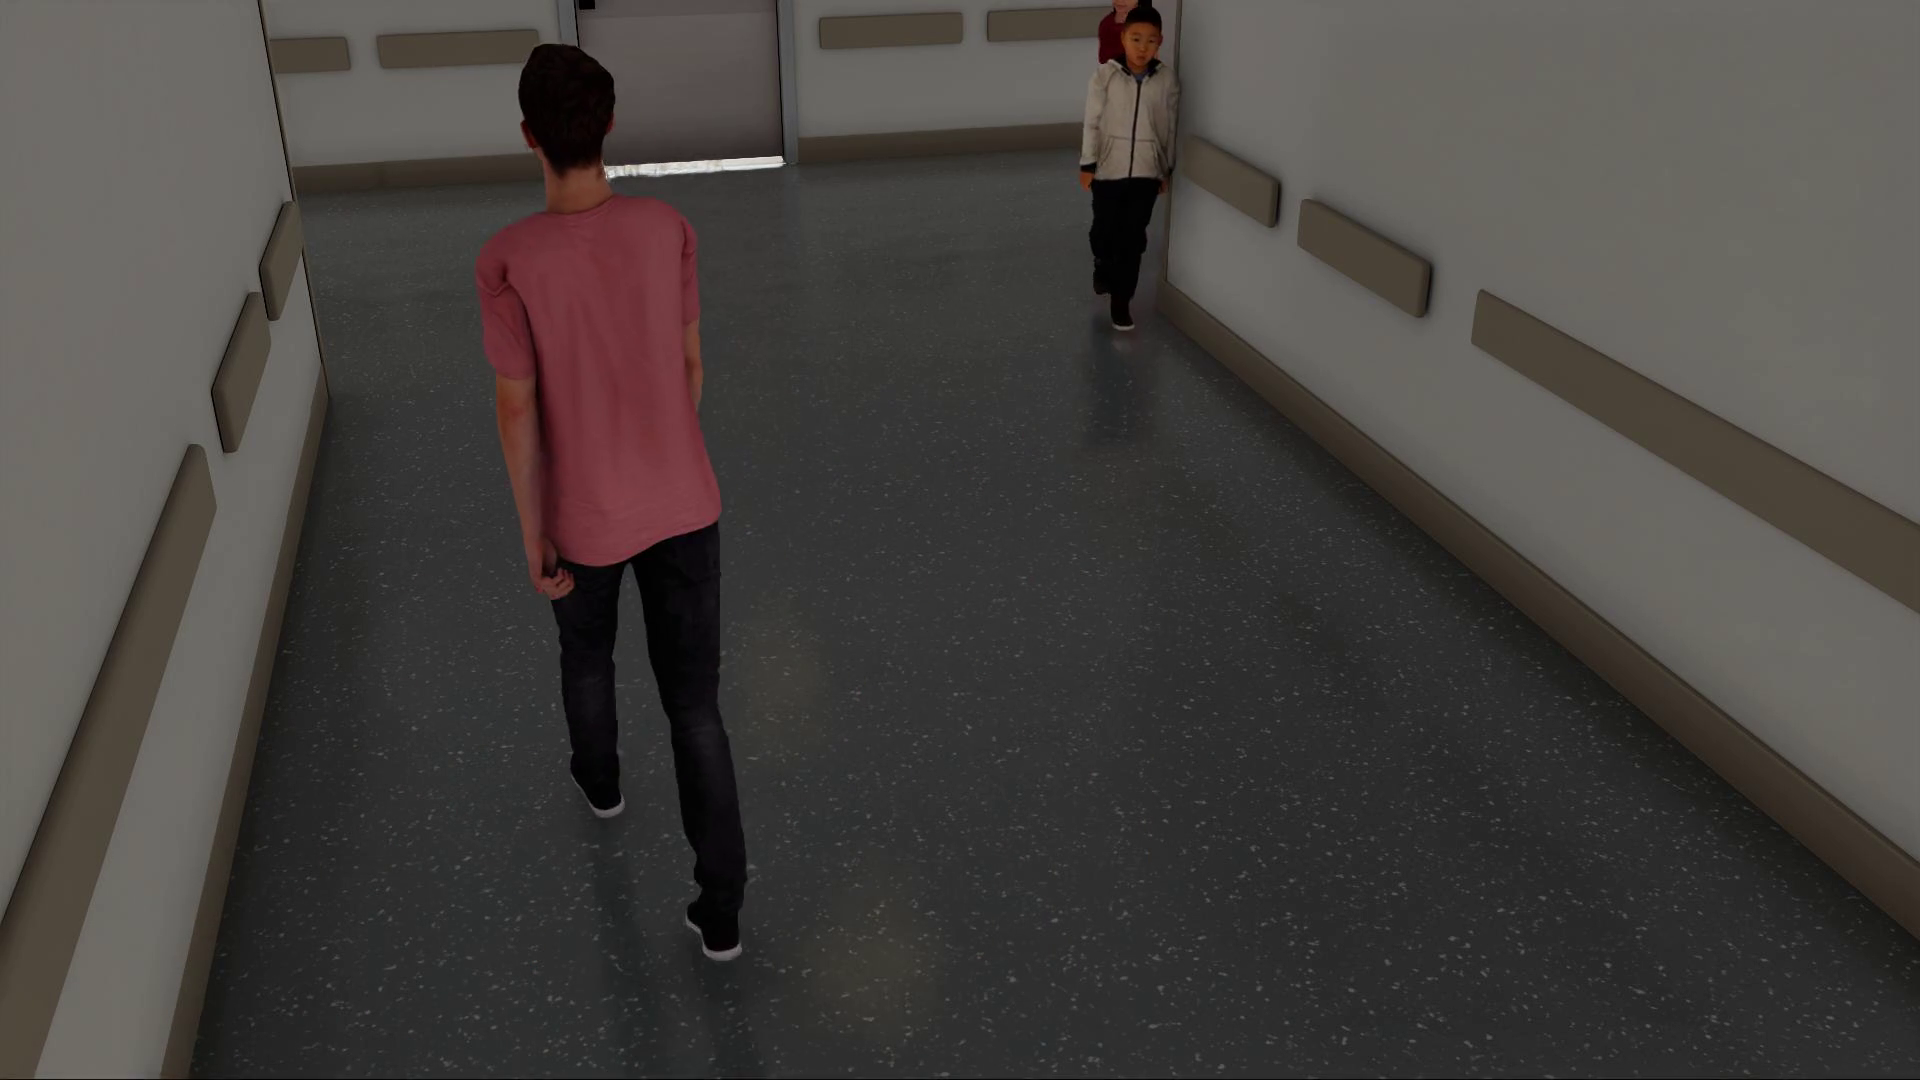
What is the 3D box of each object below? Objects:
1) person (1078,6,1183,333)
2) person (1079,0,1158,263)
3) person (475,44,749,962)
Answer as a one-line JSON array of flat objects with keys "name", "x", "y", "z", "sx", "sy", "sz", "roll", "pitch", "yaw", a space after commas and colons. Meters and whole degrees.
[{"name": "person", "x": 0.757, "y": -1.701, "z": 7.595, "sx": 0.846, "sy": 1.430, "sz": 0.760, "roll": -1, "pitch": 26, "yaw": -2}, {"name": "person", "x": 0.880, "y": -2.133, "z": 8.370, "sx": 0.703, "sy": 1.537, "sz": 0.761, "roll": 18, "pitch": 31, "yaw": 33}, {"name": "person", "x": -0.671, "y": 0.000, "z": 3.521, "sx": 1.211, "sy": 1.906, "sz": 0.805, "roll": -11, "pitch": 28, "yaw": -21}]
